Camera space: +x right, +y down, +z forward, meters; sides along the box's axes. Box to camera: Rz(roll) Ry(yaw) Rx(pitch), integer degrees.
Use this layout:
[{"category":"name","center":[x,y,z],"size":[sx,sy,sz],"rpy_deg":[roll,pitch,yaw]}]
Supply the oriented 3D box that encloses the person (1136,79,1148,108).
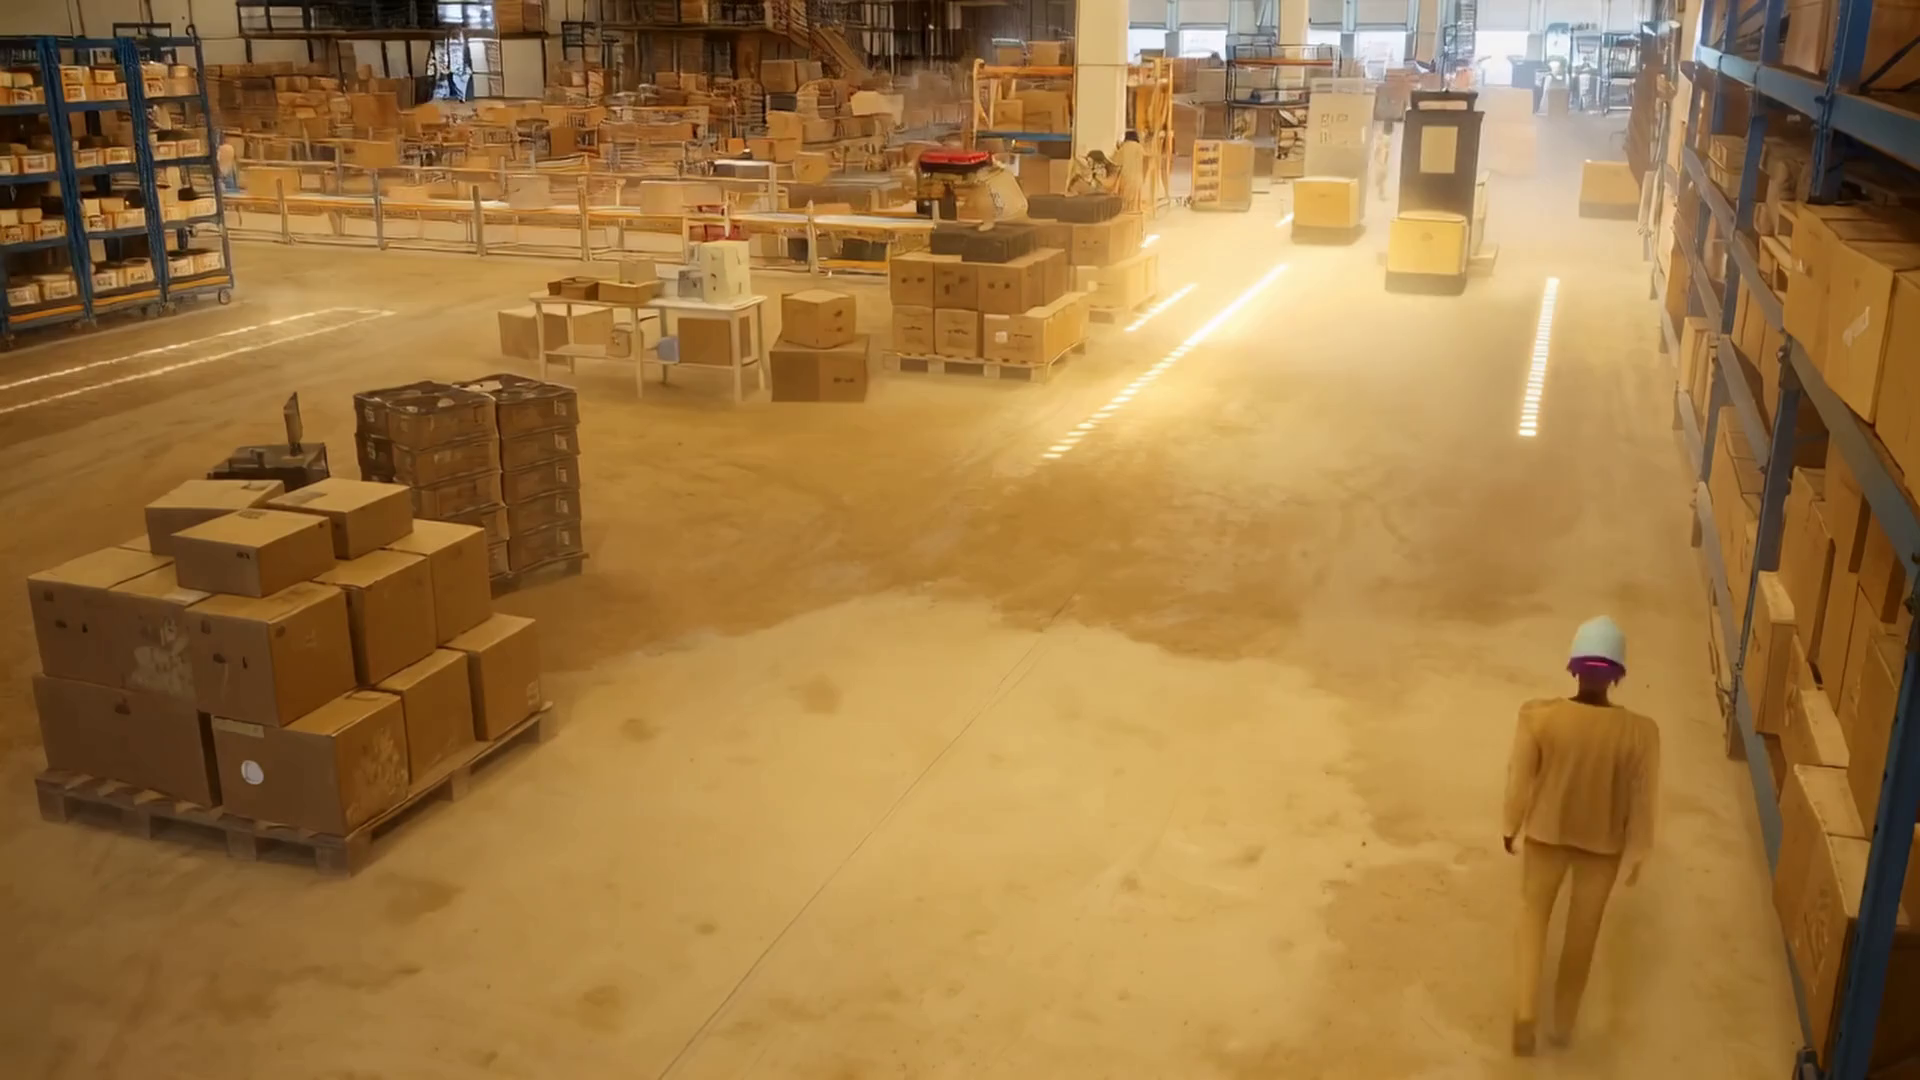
[{"category":"person","center":[6.133,-14.832,56.490],"size":[0.611,1.815,0.425],"rpy_deg":[9,20,25]}]

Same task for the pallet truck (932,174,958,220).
[{"category":"pallet truck","center":[-0.507,-5.292,27.348],"size":[0.653,1.274,1.630],"rpy_deg":[6,19,19]}]

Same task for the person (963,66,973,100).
[{"category":"person","center":[0.293,-16.984,63.051],"size":[0.373,1.934,0.552],"rpy_deg":[-1,18,-4]}]

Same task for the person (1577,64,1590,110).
[{"category":"person","center":[24.799,-17.955,66.187],"size":[0.572,1.886,0.358],"rpy_deg":[-14,22,-37]}]

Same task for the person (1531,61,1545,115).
[{"category":"person","center":[22.686,-17.684,65.084],"size":[0.538,2.000,0.686],"rpy_deg":[1,18,3]}]

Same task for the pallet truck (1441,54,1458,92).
[{"category":"pallet truck","center":[22.765,-21.886,78.355],"size":[0.823,1.965,1.885],"rpy_deg":[-4,18,-14]}]

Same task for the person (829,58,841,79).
[{"category":"person","center":[-5.526,-20.441,73.952],"size":[0.625,1.913,1.002],"rpy_deg":[-9,20,-27]}]

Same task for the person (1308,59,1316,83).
[{"category":"person","center":[19.744,-26.630,93.265],"size":[0.390,1.995,0.613],"rpy_deg":[7,19,21]}]

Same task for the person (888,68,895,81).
[{"category":"person","center":[-2.884,-18.217,67.266],"size":[0.798,1.736,0.526],"rpy_deg":[13,22,34]}]

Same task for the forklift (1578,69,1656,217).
[{"category":"forklift","center":[13.219,-7.740,32.475],"size":[1.873,2.768,1.129],"rpy_deg":[6,19,18]}]

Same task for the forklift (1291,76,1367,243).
[{"category":"forklift","center":[6.598,-6.755,29.381],"size":[1.129,2.768,1.873],"rpy_deg":[6,19,19]}]

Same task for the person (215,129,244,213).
[{"category":"person","center":[-14.042,-6.975,31.884],"size":[0.329,1.765,0.533],"rpy_deg":[3,18,9]}]

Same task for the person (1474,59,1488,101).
[{"category":"person","center":[23.420,-20.726,74.977],"size":[0.429,1.838,0.621],"rpy_deg":[-12,21,-33]}]

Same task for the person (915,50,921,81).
[{"category":"person","center":[-2.269,-26.246,92.260],"size":[0.591,1.869,0.440],"rpy_deg":[-14,22,-37]}]

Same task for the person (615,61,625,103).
[{"category":"person","center":[-14.833,-19.809,72.115],"size":[0.785,1.818,0.549],"rpy_deg":[-4,18,-12]}]

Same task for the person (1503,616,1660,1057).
[{"category":"person","center":[2.334,1.162,6.350],"size":[0.526,1.749,0.652],"rpy_deg":[8,19,23]}]

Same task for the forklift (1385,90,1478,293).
[{"category":"forklift","center":[6.920,-5.112,24.218],"size":[1.129,2.768,1.873],"rpy_deg":[6,19,19]}]

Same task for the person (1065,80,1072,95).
[{"category":"person","center":[4.317,-18.021,66.432],"size":[1.022,1.859,0.614],"rpy_deg":[0,18,0]}]

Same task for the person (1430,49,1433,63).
[{"category":"person","center":[25.719,-25.898,91.072],"size":[0.361,1.930,0.588],"rpy_deg":[-5,18,-15]}]

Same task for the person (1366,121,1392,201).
[{"category":"person","center":[8.981,-8.080,35.484],"size":[0.491,1.684,0.540],"rpy_deg":[0,18,0]}]

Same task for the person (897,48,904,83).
[{"category":"person","center":[-3.350,-26.637,93.364],"size":[0.401,1.949,0.605],"rpy_deg":[2,18,5]}]

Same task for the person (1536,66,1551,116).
[{"category":"person","center":[22.738,-17.438,64.592],"size":[0.319,1.871,0.542],"rpy_deg":[-3,18,-10]}]

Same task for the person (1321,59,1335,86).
[{"category":"person","center":[18.728,-23.894,84.820],"size":[0.849,1.910,0.547],"rpy_deg":[-9,20,-25]}]

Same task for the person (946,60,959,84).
[{"category":"person","center":[-0.293,-20.245,73.461],"size":[0.547,1.835,0.860],"rpy_deg":[10,20,28]}]
